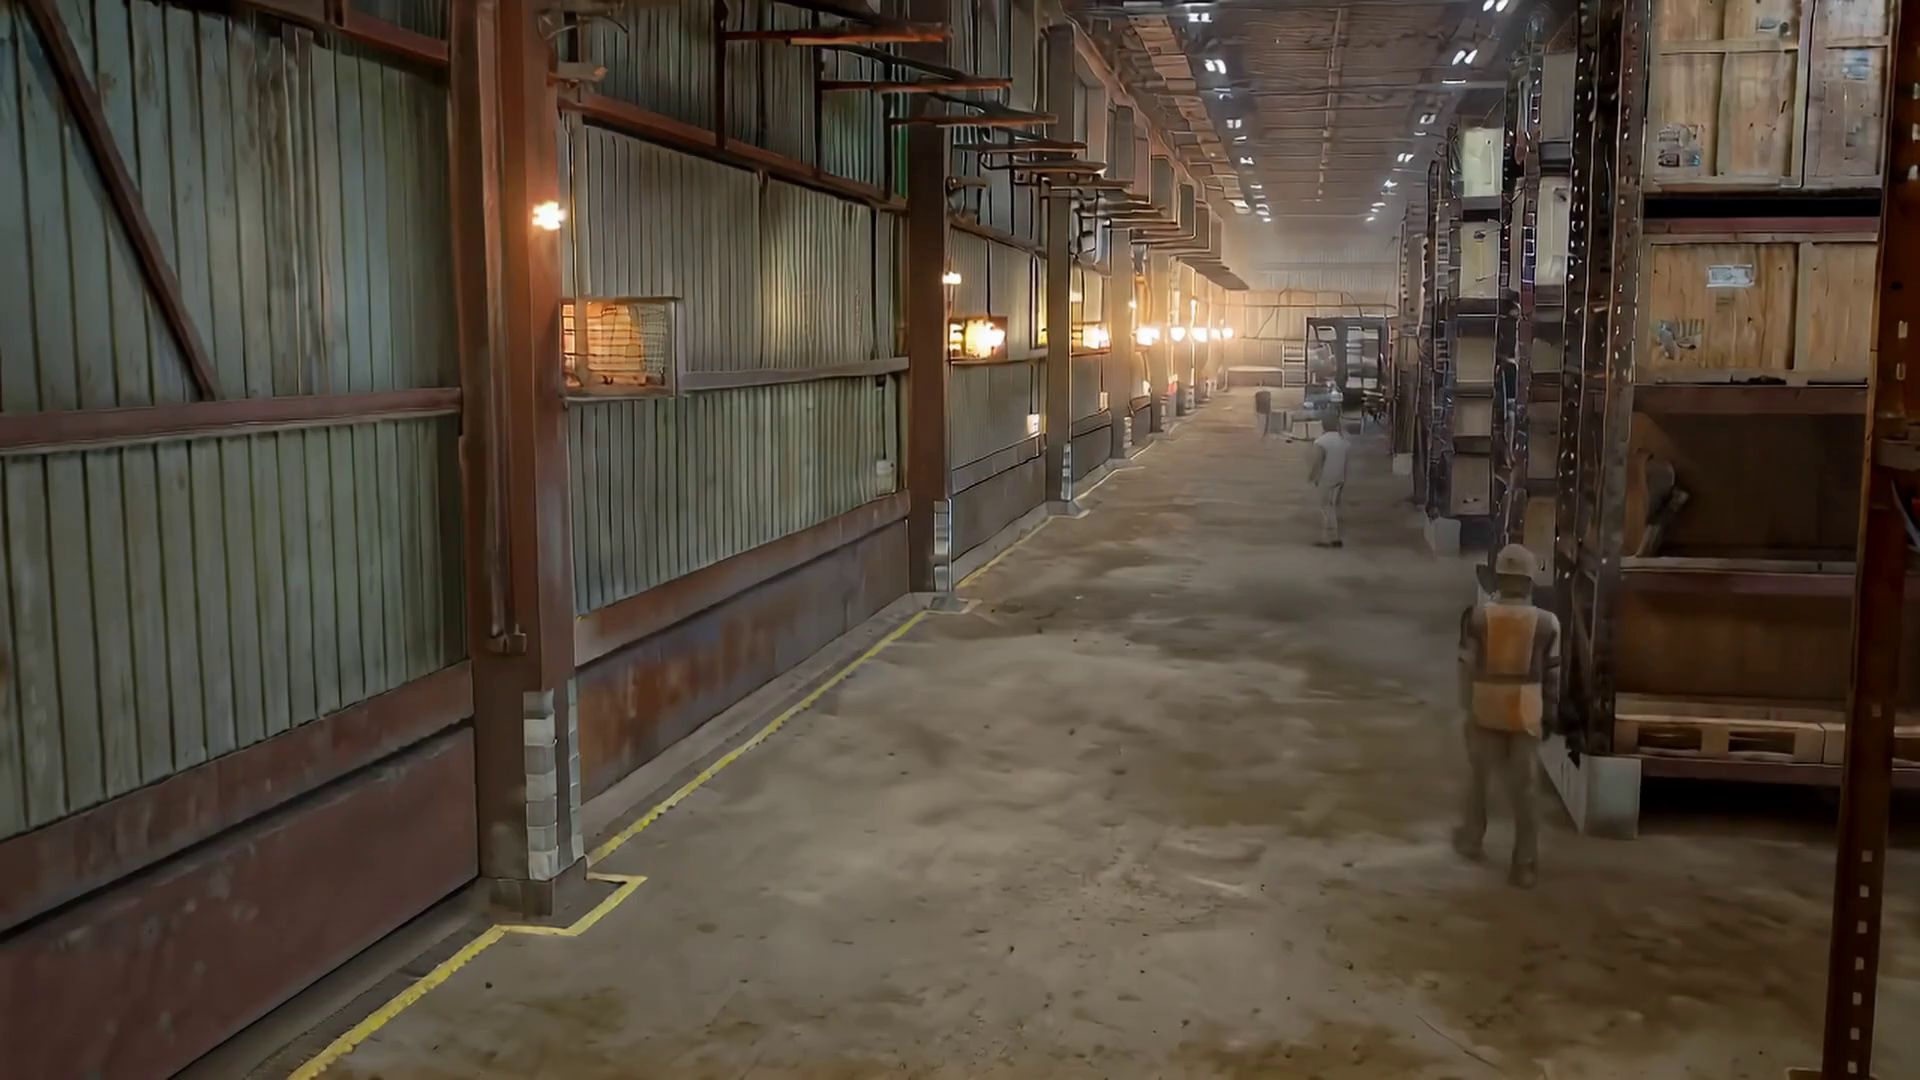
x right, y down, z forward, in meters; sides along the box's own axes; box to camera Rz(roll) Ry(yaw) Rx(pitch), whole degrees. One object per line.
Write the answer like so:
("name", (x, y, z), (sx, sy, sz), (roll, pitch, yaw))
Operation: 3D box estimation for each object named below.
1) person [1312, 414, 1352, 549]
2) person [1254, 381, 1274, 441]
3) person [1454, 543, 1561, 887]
("person", (5.319, -0.838, 23.845), (0.635, 1.937, 0.352), (-4, 8, -27))
("person", (8.641, -3.668, 47.324), (0.584, 1.724, 0.513), (1, 7, 4))
("person", (3.124, 0.964, 9.532), (0.564, 1.902, 0.858), (2, 7, 13))
